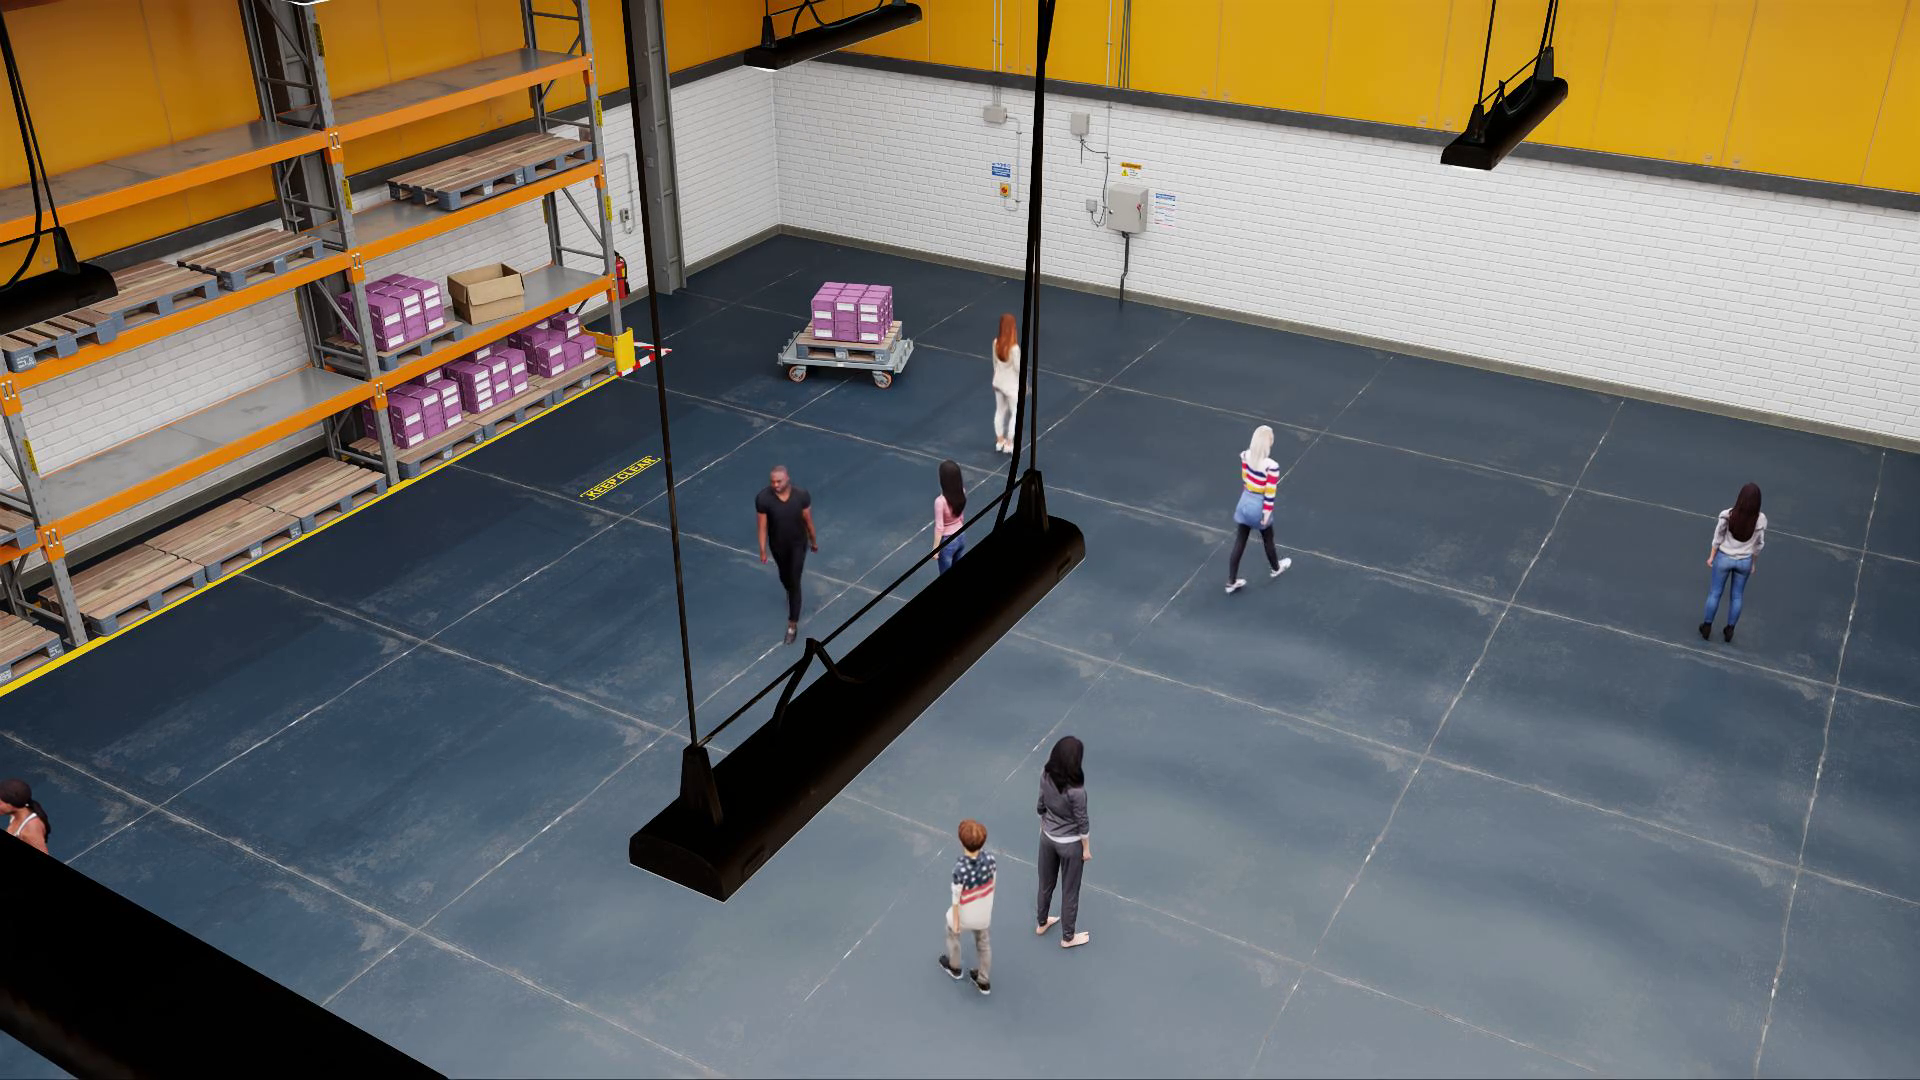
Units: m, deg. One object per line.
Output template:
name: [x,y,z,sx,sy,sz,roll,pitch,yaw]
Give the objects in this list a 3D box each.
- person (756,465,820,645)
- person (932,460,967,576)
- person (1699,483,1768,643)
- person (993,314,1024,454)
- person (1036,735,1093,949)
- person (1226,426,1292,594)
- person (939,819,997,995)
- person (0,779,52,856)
person: [-1.654,0.026,16.066,1.147,1.761,1.338,-4,29,-7]
person: [-0.094,0.017,16.102,0.664,1.742,0.494,21,35,34]
person: [7.382,0.212,15.861,0.657,1.630,0.624,6,29,10]
person: [0.537,-1.809,19.490,0.630,1.703,0.680,-24,37,-37]
person: [0.741,2.185,12.105,0.642,1.764,0.582,23,36,36]
person: [2.877,-0.281,16.619,1.141,1.769,0.878,-23,36,-35]
person: [0.116,2.614,11.673,0.731,1.424,0.760,-16,32,-26]
person: [-6.437,2.399,11.722,0.602,1.755,0.617,-24,37,-37]
